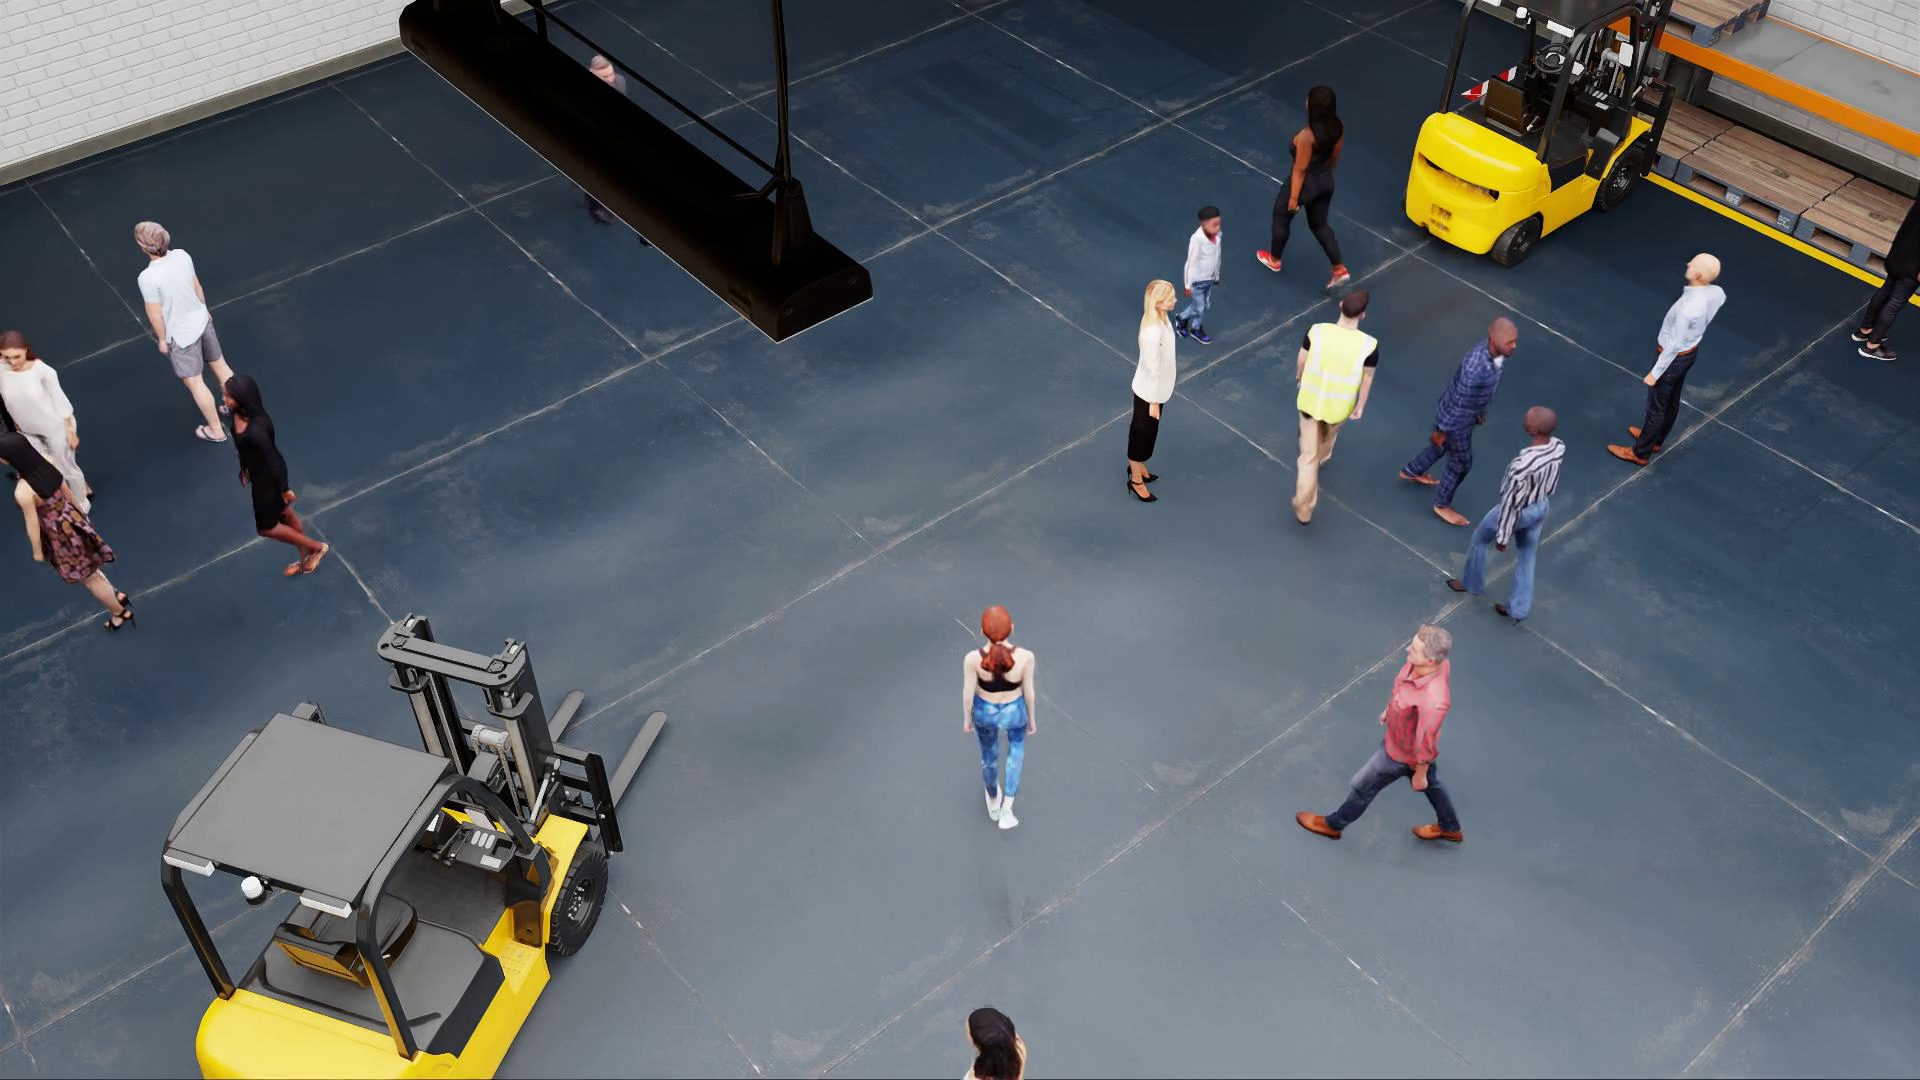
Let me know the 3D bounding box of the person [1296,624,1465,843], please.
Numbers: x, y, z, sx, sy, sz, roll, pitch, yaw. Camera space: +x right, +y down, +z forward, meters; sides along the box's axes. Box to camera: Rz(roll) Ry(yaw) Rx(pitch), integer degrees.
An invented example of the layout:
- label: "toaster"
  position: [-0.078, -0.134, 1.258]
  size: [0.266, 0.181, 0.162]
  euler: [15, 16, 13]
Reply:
- label: "person"
  position: [2.673, 1.181, 9.525]
  size: [1.341, 1.778, 1.165]
  euler: [11, 45, 11]

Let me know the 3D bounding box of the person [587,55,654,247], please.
- label: "person"
  position: [-3.064, -3.408, 14.354]
  size: [1.242, 1.763, 0.758]
  euler: [32, 52, 29]

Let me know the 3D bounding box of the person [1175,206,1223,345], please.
- label: "person"
  position: [1.913, -2.165, 13.416]
  size: [0.493, 1.256, 0.557]
  euler: [-28, 50, -26]

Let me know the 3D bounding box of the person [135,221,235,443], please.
- label: "person"
  position: [-5.732, -1.554, 12.357]
  size: [0.715, 1.832, 0.719]
  euler: [16, 46, 16]

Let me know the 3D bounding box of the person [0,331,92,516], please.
- label: "person"
  position: [-6.414, -0.847, 11.735]
  size: [0.781, 1.667, 0.831]
  euler: [3, 44, 3]

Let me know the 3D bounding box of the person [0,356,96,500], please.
- label: "person"
  position: [-6.565, -0.910, 11.811]
  size: [0.987, 1.653, 0.940]
  euler: [2, 44, 2]

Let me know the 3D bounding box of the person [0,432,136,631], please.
- label: "person"
  position: [-5.712, -0.012, 10.788]
  size: [0.845, 1.764, 0.792]
  euler: [-3, 44, -3]

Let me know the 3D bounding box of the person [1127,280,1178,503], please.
- label: "person"
  position: [1.360, -1.062, 11.822]
  size: [0.729, 1.859, 0.676]
  euler: [5, 44, 5]

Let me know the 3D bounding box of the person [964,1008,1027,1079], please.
- label: "person"
  position: [0.170, 2.774, 7.897]
  size: [0.767, 1.718, 0.772]
  euler: [23, 48, 22]

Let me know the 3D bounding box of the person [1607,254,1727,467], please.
- label: "person"
  position: [5.206, -1.315, 12.136]
  size: [0.644, 1.791, 0.569]
  euler: [-33, 52, -30]

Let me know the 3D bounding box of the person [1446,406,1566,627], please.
- label: "person"
  position: [3.730, -0.089, 10.866]
  size: [0.708, 1.768, 0.847]
  euler: [-26, 49, -24]

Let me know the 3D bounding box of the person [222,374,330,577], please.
- label: "person"
  position: [-4.612, -0.445, 11.282]
  size: [0.708, 1.710, 0.595]
  euler: [-25, 49, -24]

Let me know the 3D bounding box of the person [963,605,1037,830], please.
- label: "person"
  position: [0.234, 1.104, 9.610]
  size: [0.799, 1.772, 0.869]
  euler: [0, 44, 0]

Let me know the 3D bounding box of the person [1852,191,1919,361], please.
- label: "person"
  position: [7.534, -2.287, 13.103]
  size: [0.817, 1.864, 0.770]
  euler: [5, 44, 6]

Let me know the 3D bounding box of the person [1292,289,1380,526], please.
- label: "person"
  position: [2.567, -0.915, 11.715]
  size: [1.206, 1.792, 1.230]
  euler: [6, 44, 7]

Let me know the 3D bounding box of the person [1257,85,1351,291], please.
- label: "person"
  position: [2.962, -2.879, 13.783]
  size: [0.744, 1.785, 1.177]
  euler: [-25, 49, -24]

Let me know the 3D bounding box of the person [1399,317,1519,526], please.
- label: "person"
  position: [3.480, -0.912, 11.730]
  size: [0.940, 1.769, 0.744]
  euler: [28, 50, 27]
